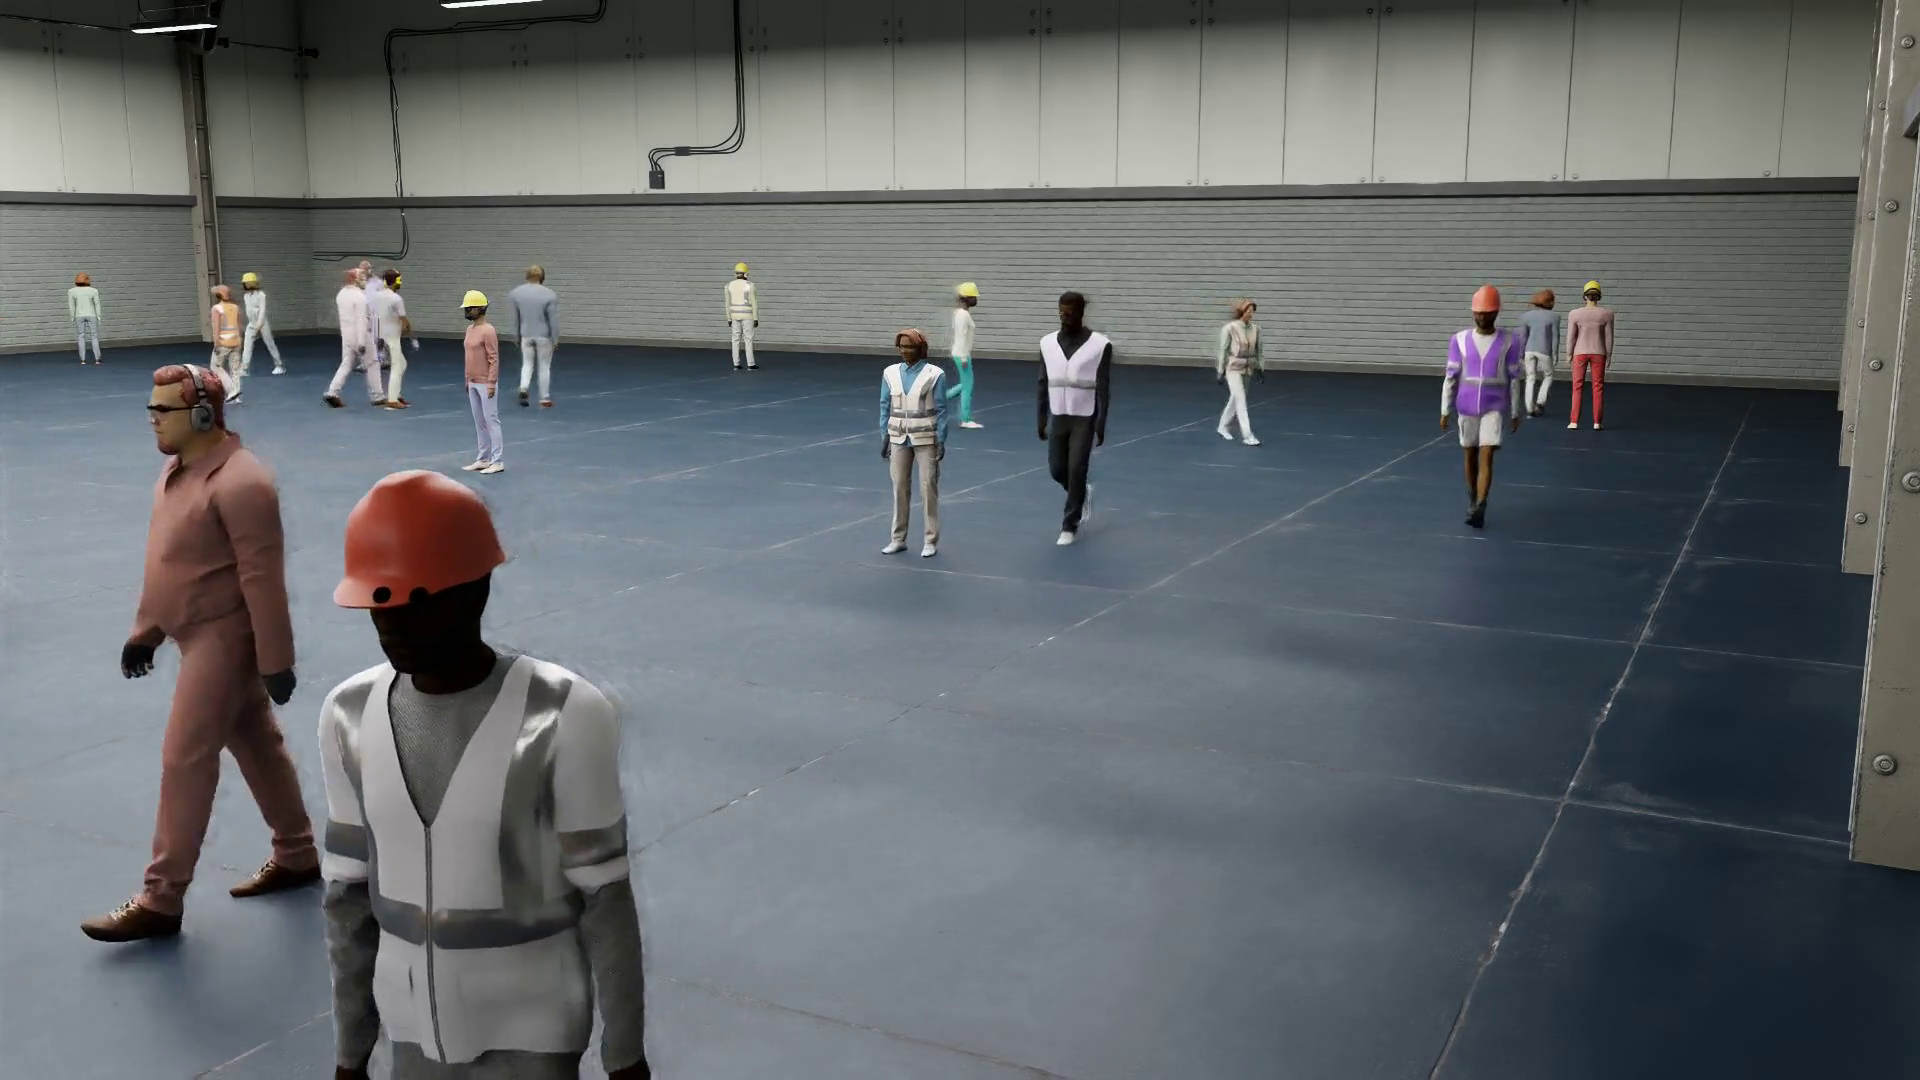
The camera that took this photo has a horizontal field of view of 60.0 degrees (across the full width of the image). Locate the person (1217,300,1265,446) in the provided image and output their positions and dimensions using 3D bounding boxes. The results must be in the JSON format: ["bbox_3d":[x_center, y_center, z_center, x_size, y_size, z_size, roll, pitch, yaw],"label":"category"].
[{"bbox_3d":[3.104,-1.867,18.462,0.519,1.588,0.884,-6,12,-31],"label":"person"}]

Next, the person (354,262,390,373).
[{"bbox_3d":[-9.974,-3.756,28.052,0.673,1.851,1.015,4,11,22],"label":"person"}]

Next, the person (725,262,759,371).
[{"bbox_3d":[-3.690,-3.795,28.303,0.586,1.835,0.403,4,11,20],"label":"person"}]

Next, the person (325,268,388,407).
[{"bbox_3d":[-8.130,-2.713,22.334,0.653,1.867,0.943,8,13,38],"label":"person"}]

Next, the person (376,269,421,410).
[{"bbox_3d":[-7.444,-2.651,21.988,0.497,1.854,0.531,-9,14,-41],"label":"person"}]

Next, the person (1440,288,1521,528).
[{"bbox_3d":[4.157,-1.068,13.313,0.574,1.881,1.017,5,12,25],"label":"person"}]

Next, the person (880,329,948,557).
[{"bbox_3d":[-0.334,-0.695,11.930,0.523,1.638,0.310,4,11,23],"label":"person"}]

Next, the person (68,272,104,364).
[{"bbox_3d":[-15.675,-3.973,29.822,0.503,1.631,0.283,-3,11,-18],"label":"person"}]

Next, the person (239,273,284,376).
[{"bbox_3d":[-11.554,-3.542,27.344,0.490,1.688,0.951,4,11,21],"label":"person"}]

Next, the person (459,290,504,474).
[{"bbox_3d":[-4.650,-1.524,16.106,0.311,1.768,0.533,-10,14,-43],"label":"person"}]

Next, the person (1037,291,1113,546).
[{"bbox_3d":[0.883,-0.929,12.531,0.602,1.895,0.684,5,12,26],"label":"person"}]

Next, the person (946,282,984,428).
[{"bbox_3d":[-0.018,-2.195,19.824,0.554,1.750,0.531,0,10,1],"label":"person"}]

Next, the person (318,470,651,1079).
[{"bbox_3d":[-0.824,0.825,2.856,0.575,1.921,0.451,3,11,16],"label":"person"}]

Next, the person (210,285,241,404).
[{"bbox_3d":[-9.950,-2.638,22.555,0.359,1.626,0.539,3,11,18],"label":"person"}]

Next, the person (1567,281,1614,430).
[{"bbox_3d":[7.433,-2.171,19.650,0.522,1.762,0.320,3,11,16],"label":"person"}]

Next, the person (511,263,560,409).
[{"bbox_3d":[-5.565,-2.660,21.850,0.650,1.927,0.563,1,10,8],"label":"person"}]

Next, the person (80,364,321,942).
[{"bbox_3d":[-2.601,0.362,5.542,0.911,1.871,0.650,-8,13,-37],"label":"person"}]

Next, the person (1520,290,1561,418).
[{"bbox_3d":[7.309,-2.344,20.966,0.524,1.610,0.394,9,14,41],"label":"person"}]
